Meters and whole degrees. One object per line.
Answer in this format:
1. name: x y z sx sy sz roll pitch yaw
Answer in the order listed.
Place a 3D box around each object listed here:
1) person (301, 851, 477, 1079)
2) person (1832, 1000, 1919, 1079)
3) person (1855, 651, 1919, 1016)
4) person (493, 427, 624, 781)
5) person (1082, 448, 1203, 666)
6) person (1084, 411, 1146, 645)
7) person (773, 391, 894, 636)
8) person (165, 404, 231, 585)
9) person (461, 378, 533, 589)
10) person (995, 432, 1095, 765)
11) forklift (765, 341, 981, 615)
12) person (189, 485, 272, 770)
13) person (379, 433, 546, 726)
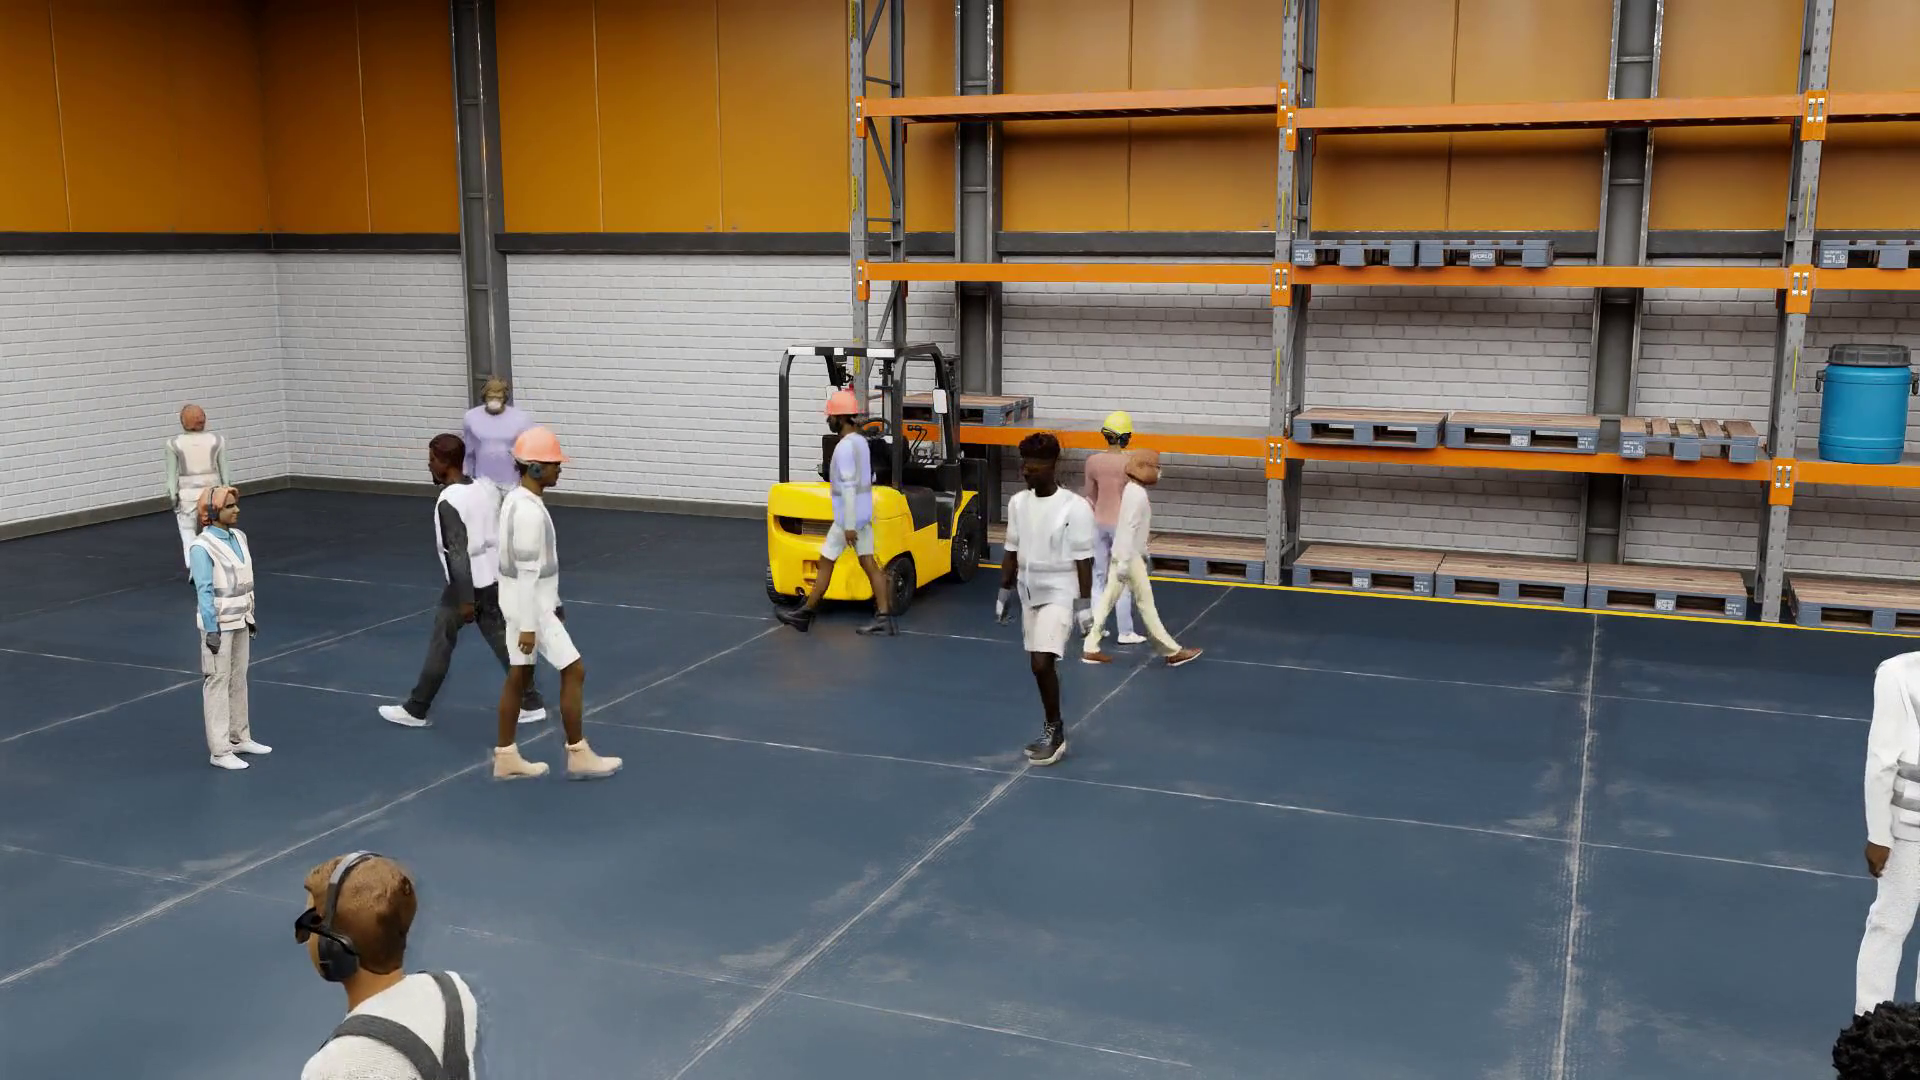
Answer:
1. person: -1.219 1.523 3.456 0.700 1.812 0.538 3 11 17
2. person: 1.646 1.649 3.124 0.330 1.686 0.538 4 11 22
3. person: 3.511 1.041 5.954 0.573 1.885 0.356 -1 10 -5
4. person: -2.279 0.371 9.357 0.856 2.010 0.619 -4 11 -23
5. person: 1.289 0.136 11.851 0.891 1.583 0.531 0 10 -1
6. person: 1.180 -0.091 12.590 0.524 1.770 0.315 9 13 39
7. person: -0.951 -0.193 12.799 0.978 1.891 0.573 3 11 14
8. person: -6.675 -0.385 14.613 0.523 1.626 0.367 -6 12 -28
9. person: -4.083 -0.525 14.798 0.634 1.852 1.108 -1 10 -7
10. person: 0.462 0.344 9.665 0.596 1.942 0.635 -9 14 -42
11. forklift: -0.739 -0.602 14.246 1.214 2.155 2.313 4 11 21
12. person: -4.255 0.498 9.653 0.308 1.645 0.514 0 10 2
13. person: -3.111 0.257 10.396 1.041 1.861 0.618 1 10 4
